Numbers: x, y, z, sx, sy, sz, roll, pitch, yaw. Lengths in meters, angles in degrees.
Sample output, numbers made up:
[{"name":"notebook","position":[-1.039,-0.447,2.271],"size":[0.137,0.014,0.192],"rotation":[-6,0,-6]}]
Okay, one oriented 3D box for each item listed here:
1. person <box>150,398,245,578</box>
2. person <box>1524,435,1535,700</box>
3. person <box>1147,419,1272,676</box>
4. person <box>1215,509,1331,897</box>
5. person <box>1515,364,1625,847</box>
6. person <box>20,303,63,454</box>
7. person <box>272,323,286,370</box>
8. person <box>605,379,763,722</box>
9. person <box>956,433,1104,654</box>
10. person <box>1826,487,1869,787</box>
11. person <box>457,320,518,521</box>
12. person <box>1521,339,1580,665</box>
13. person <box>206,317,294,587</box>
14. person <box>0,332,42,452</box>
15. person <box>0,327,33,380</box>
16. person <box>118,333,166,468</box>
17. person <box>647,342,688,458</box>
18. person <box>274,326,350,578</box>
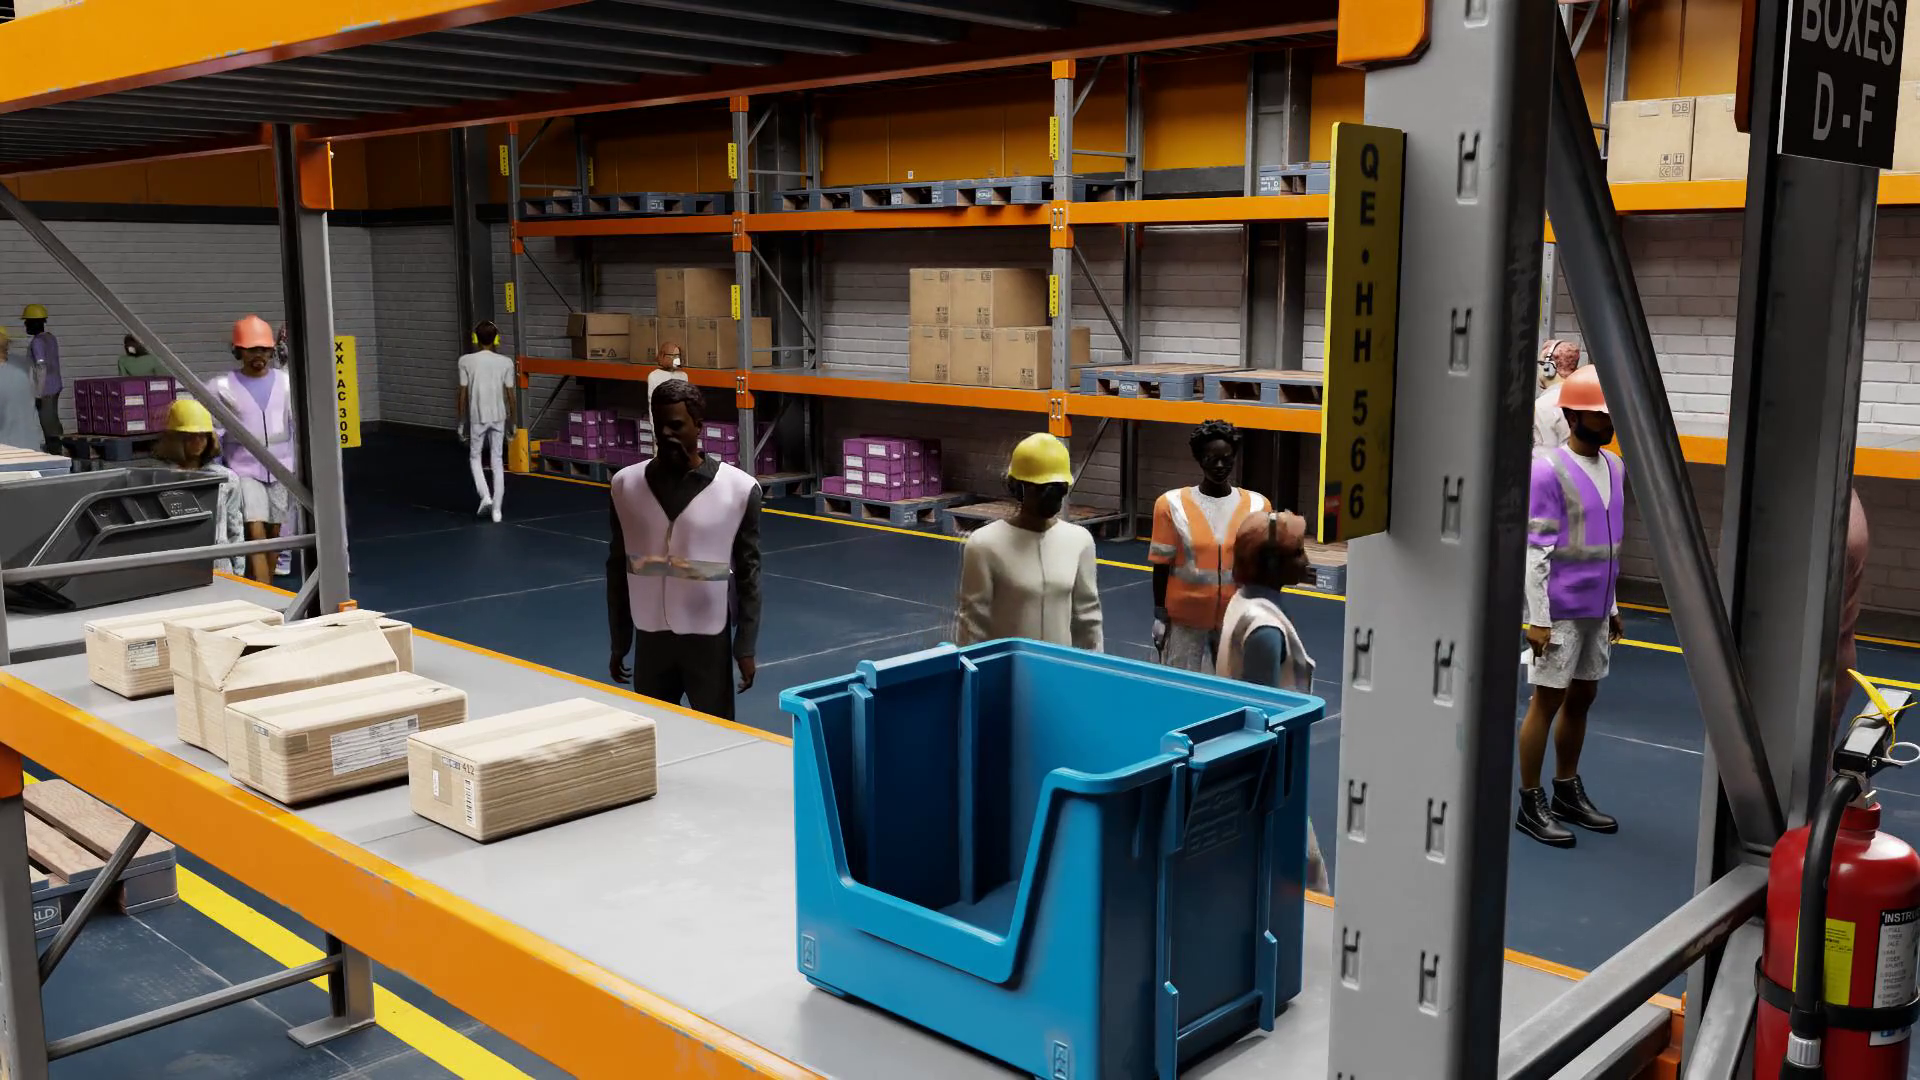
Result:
[{"name":"person","position":[-3.570,0.197,7.734],"size":[0.497,1.729,0.555],"rotation":[-9,13,-44]},{"name":"person","position":[2.941,0.080,8.927],"size":[0.495,1.587,0.878],"rotation":[-8,12,-39]},{"name":"person","position":[1.052,0.336,7.001],"size":[0.531,1.698,0.320],"rotation":[-1,9,-6]},{"name":"person","position":[0.871,0.694,5.115],"size":[0.838,1.603,0.527],"rotation":[0,9,3]},{"name":"person","position":[2.504,0.261,6.728],"size":[0.551,1.936,0.356],"rotation":[-6,11,-34]},{"name":"person","position":[-10.315,-1.689,18.716],"size":[0.366,1.927,0.585],"rotation":[-3,10,-16]},{"name":"person","position":[-7.021,-1.446,17.714],"size":[0.587,1.771,0.969],"rotation":[-7,12,-38]},{"name":"person","position":[-1.019,0.361,6.173],"size":[0.591,1.920,0.393],"rotation":[1,9,7]},{"name":"person","position":[0.261,0.497,5.828],"size":[0.556,1.748,0.417],"rotation":[-5,11,-29]},{"name":"person","position":[2.802,0.463,5.613],"size":[0.401,1.905,0.657],"rotation":[5,10,26]},{"name":"person","position":[-4.337,-1.086,15.249],"size":[0.548,1.852,0.389],"rotation":[-4,10,-21]},{"name":"person","position":[3.459,-0.213,9.731],"size":[0.644,1.907,0.399],"rotation":[-8,12,-39]},{"name":"person","position":[-4.431,-0.418,10.668],"size":[0.633,1.998,0.966],"rotation":[-8,12,-39]},{"name":"person","position":[-6.717,-0.546,11.815],"size":[0.562,1.891,0.654],"rotation":[1,9,6]},{"name":"person","position":[-9.015,-1.151,15.748],"size":[0.705,1.813,0.587],"rotation":[6,11,34]},{"name":"person","position":[-9.470,-1.620,19.338],"size":[0.536,1.581,0.887],"rotation":[0,9,-2]},{"name":"person","position":[-2.769,-1.074,15.876],"size":[0.271,1.629,0.499],"rotation":[7,12,38]},{"name":"person","position":[-4.973,-0.646,12.442],"size":[0.828,1.883,0.690],"rotation":[3,10,15]}]
